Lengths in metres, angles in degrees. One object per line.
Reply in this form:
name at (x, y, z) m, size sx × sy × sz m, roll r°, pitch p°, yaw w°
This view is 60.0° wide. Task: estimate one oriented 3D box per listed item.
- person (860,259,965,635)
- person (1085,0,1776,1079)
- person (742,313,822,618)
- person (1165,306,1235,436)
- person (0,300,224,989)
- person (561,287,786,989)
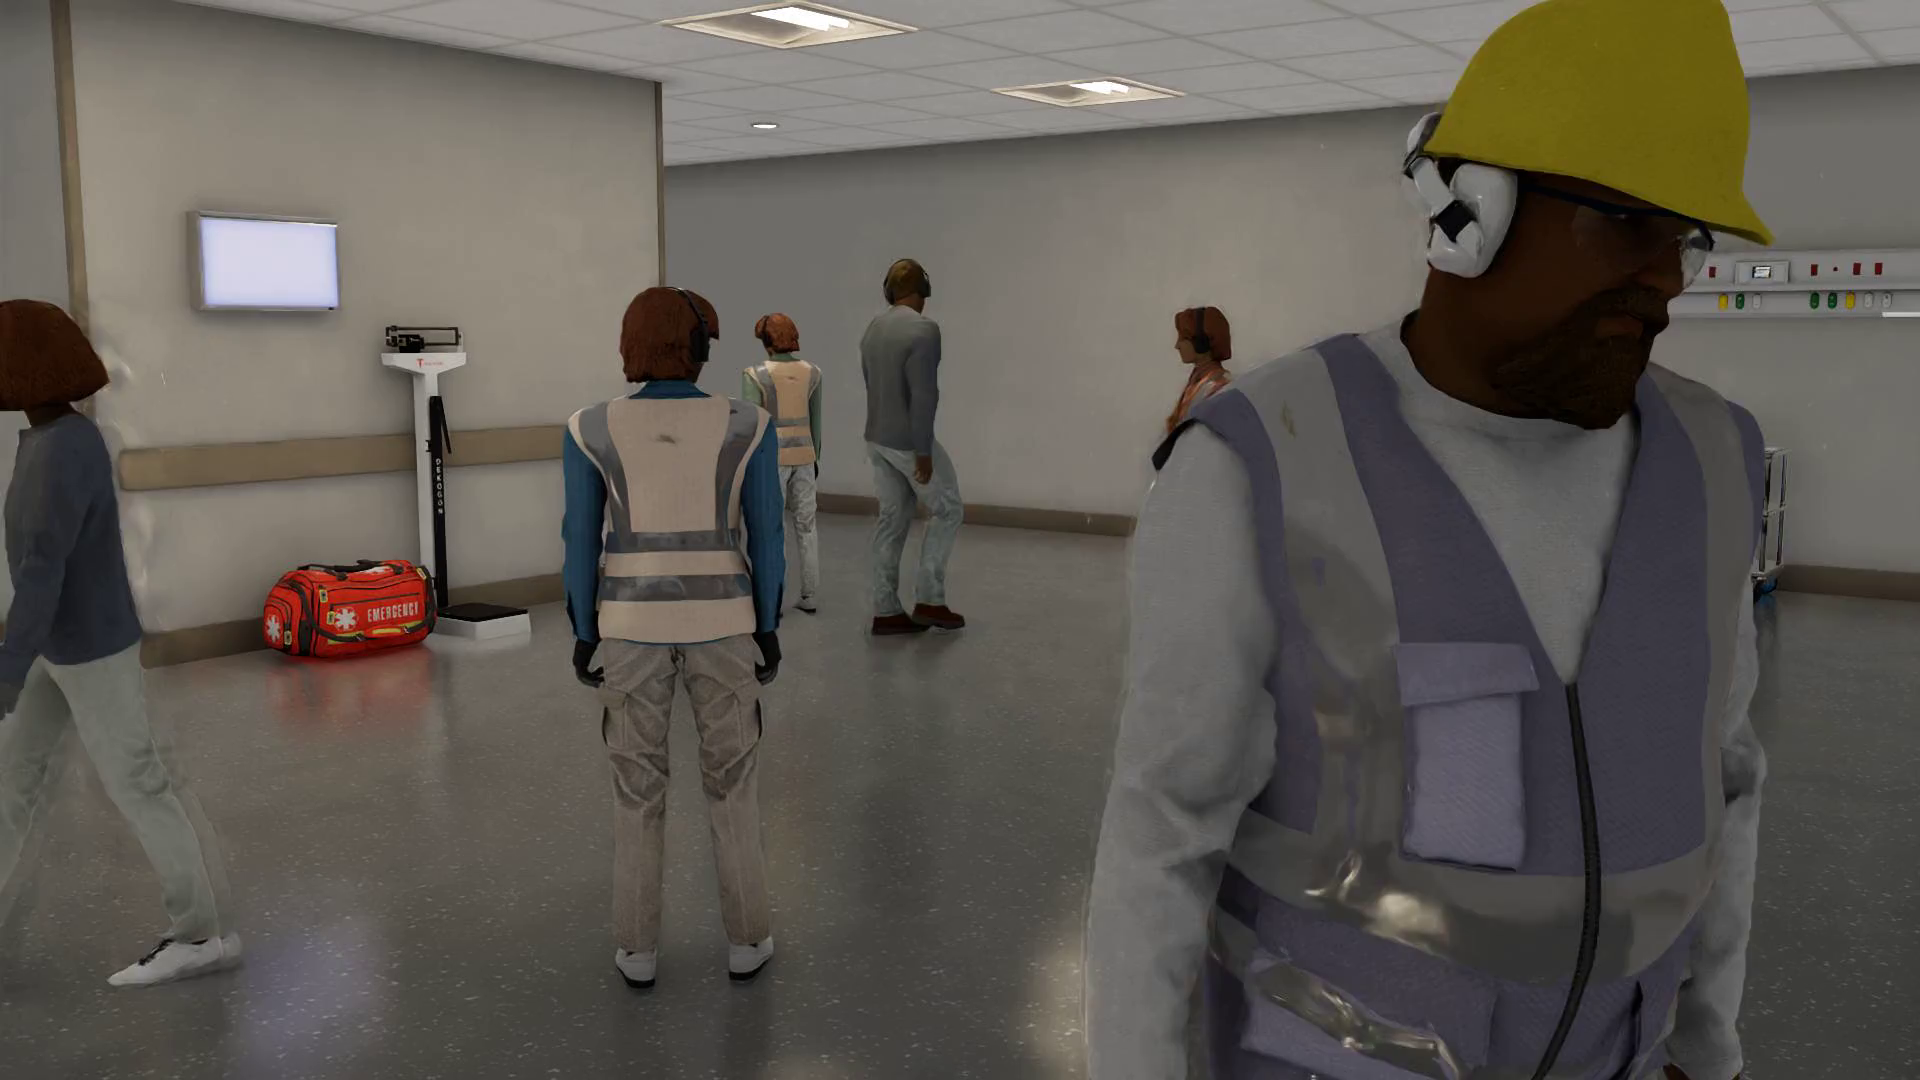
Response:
person at (-0.211, -0.466, 8.450) m, size 0.632 × 1.901 × 0.666 m, roll -5°, pitch 8°, yaw -32°
person at (0.423, 0.451, 1.462) m, size 0.673 × 1.800 × 0.453 m, roll -2°, pitch 7°, yaw -13°
person at (-0.956, -0.400, 8.970) m, size 0.511 × 1.639 × 0.308 m, roll -6°, pitch 9°, yaw -41°
person at (0.998, -0.123, 6.749) m, size 0.313 × 1.636 × 0.517 m, roll -1°, pitch 7°, yaw -6°
person at (-2.114, 0.272, 3.731) m, size 0.841 × 1.595 × 0.508 m, roll -5°, pitch 9°, yaw -36°
person at (-0.665, 0.232, 3.899) m, size 0.514 × 1.636 × 0.315 m, roll -1°, pitch 7°, yaw -7°
